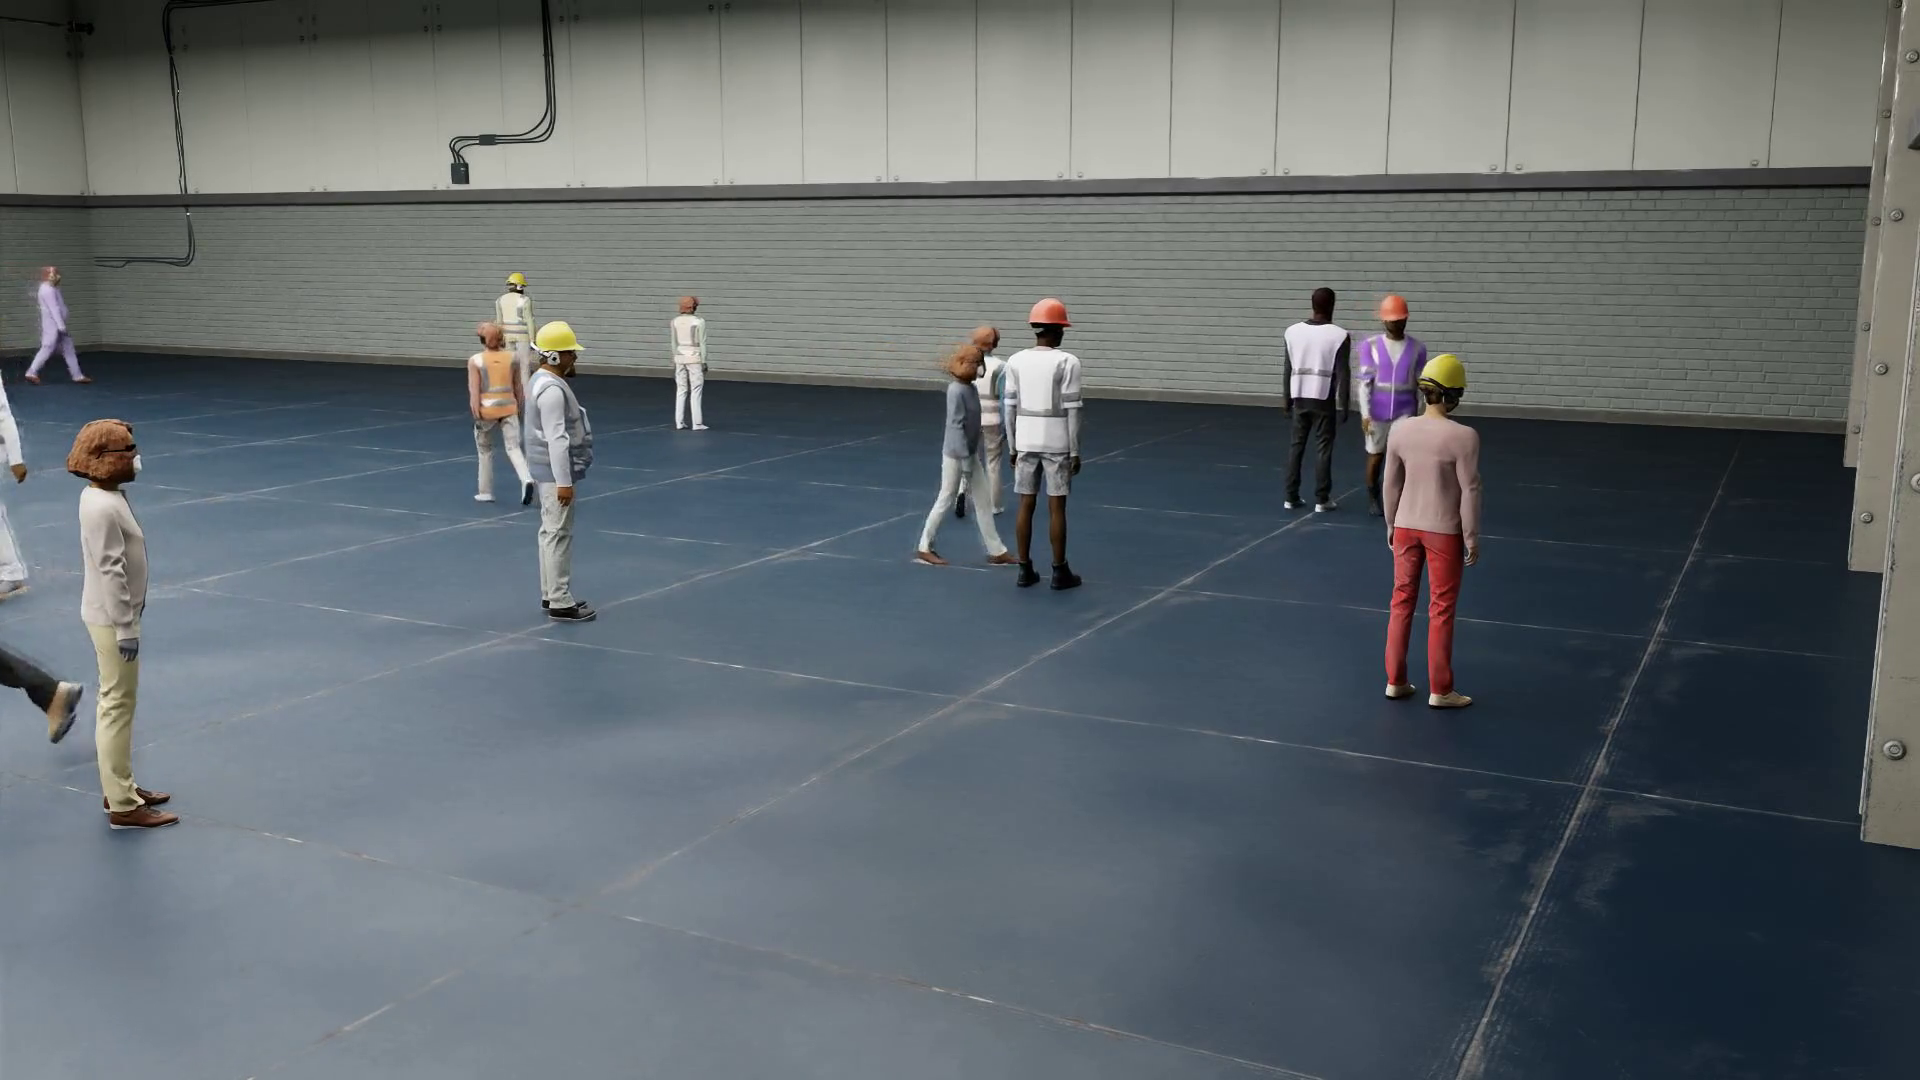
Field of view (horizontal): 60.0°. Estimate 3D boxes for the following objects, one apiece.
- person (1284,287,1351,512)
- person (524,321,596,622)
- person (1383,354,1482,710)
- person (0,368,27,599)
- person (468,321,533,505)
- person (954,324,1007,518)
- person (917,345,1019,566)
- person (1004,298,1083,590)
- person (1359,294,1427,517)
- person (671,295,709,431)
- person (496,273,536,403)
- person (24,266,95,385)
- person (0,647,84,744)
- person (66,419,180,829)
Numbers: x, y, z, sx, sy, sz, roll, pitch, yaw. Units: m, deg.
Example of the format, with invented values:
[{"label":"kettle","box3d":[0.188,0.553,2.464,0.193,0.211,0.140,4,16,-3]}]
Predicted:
[{"label":"person","box3d":[3.035,-1.195,14.218,0.596,1.912,0.397,7,13,34]},{"label":"person","box3d":[-2.448,-0.418,10.190,0.404,1.830,0.603,-4,11,-20]},{"label":"person","box3d":[2.368,-0.042,8.325,0.325,1.767,0.533,-9,14,-41]},{"label":"person","box3d":[-6.340,-0.500,10.577,0.619,1.853,0.731,4,11,22]},{"label":"person","box3d":[-4.020,-1.103,14.529,0.516,1.610,0.736,-8,13,-37]},{"label":"person","box3d":[0.170,-0.976,13.798,0.544,1.622,0.634,3,11,14]},{"label":"person","box3d":[0.042,-0.588,11.783,0.795,1.593,0.510,4,11,20]},{"label":"person","box3d":[0.566,-0.634,11.095,0.547,1.934,0.376,5,12,27]},{"label":"person","box3d":[3.504,-1.058,13.540,0.535,1.899,0.944,2,11,10]},{"label":"person","box3d":[-3.268,-2.132,20.091,0.514,1.633,0.316,6,12,29]},{"label":"person","box3d":[-6.212,-2.836,23.408,0.588,1.822,0.403,4,11,20]},{"label":"person","box3d":[-14.298,-3.370,26.198,0.964,1.868,0.643,-4,11,-21]},{"label":"person","box3d":[-4.346,0.138,7.224,0.783,1.813,0.547,-6,12,-29]},{"label":"person","box3d":[-3.353,0.331,6.648,0.279,1.634,0.498,-6,12,-28]}]
